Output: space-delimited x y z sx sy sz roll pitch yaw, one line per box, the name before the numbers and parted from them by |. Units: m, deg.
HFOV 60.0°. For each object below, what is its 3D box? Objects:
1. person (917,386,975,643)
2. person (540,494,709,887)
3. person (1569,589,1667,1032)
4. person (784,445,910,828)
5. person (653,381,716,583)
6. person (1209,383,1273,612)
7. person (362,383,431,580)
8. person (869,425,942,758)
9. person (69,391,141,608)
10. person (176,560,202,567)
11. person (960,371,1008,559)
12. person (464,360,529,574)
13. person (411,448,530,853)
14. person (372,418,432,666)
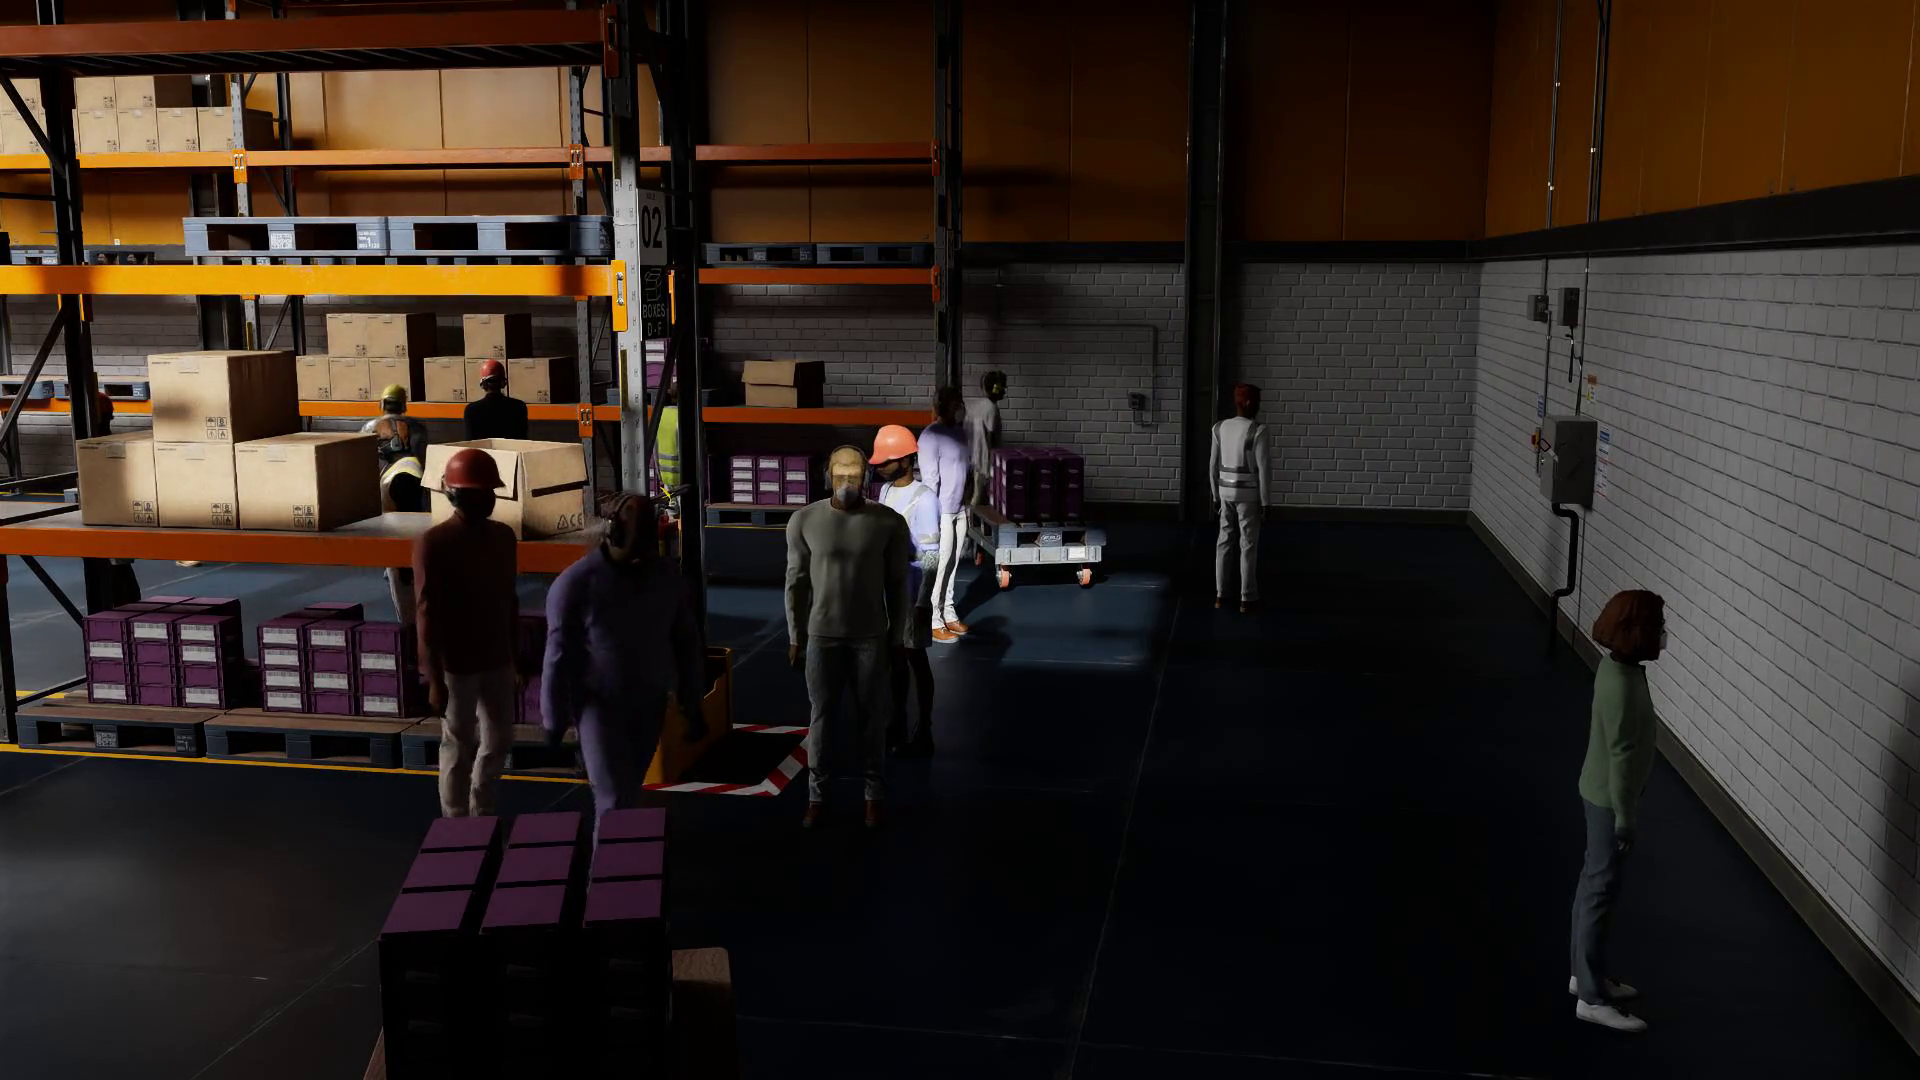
person | -0.100 -0.200 12.644 0.372 1.940 0.629 4 10 23
person | -1.366 0.740 7.028 0.654 1.865 0.898 -9 13 -44
person | 2.465 0.986 6.226 0.286 1.633 0.500 3 10 19
person | -0.565 0.488 8.374 0.632 1.940 0.372 -1 9 -3
person | -2.472 -0.525 14.961 0.636 1.840 0.429 8 12 40
person | 2.323 -0.349 13.728 0.346 1.885 0.578 -9 13 -43
person | -5.052 -0.503 14.952 0.592 1.804 0.415 -3 10 -16
person | -0.346 0.293 9.617 0.374 1.927 0.542 -7 11 -35
person | -6.321 -0.146 12.331 0.376 1.932 0.543 -9 13 -44
person | -7.330 -0.673 15.889 0.430 1.840 0.626 3 10 16
person | 0.385 -0.727 16.258 0.929 1.823 0.534 -4 10 -21
person | -4.247 -0.654 15.284 0.611 1.995 0.375 -7 12 -37
person | -2.264 0.561 7.771 0.389 2.002 0.617 5 11 30
person | -3.741 0.098 11.136 0.430 1.836 0.619 -4 10 -21
